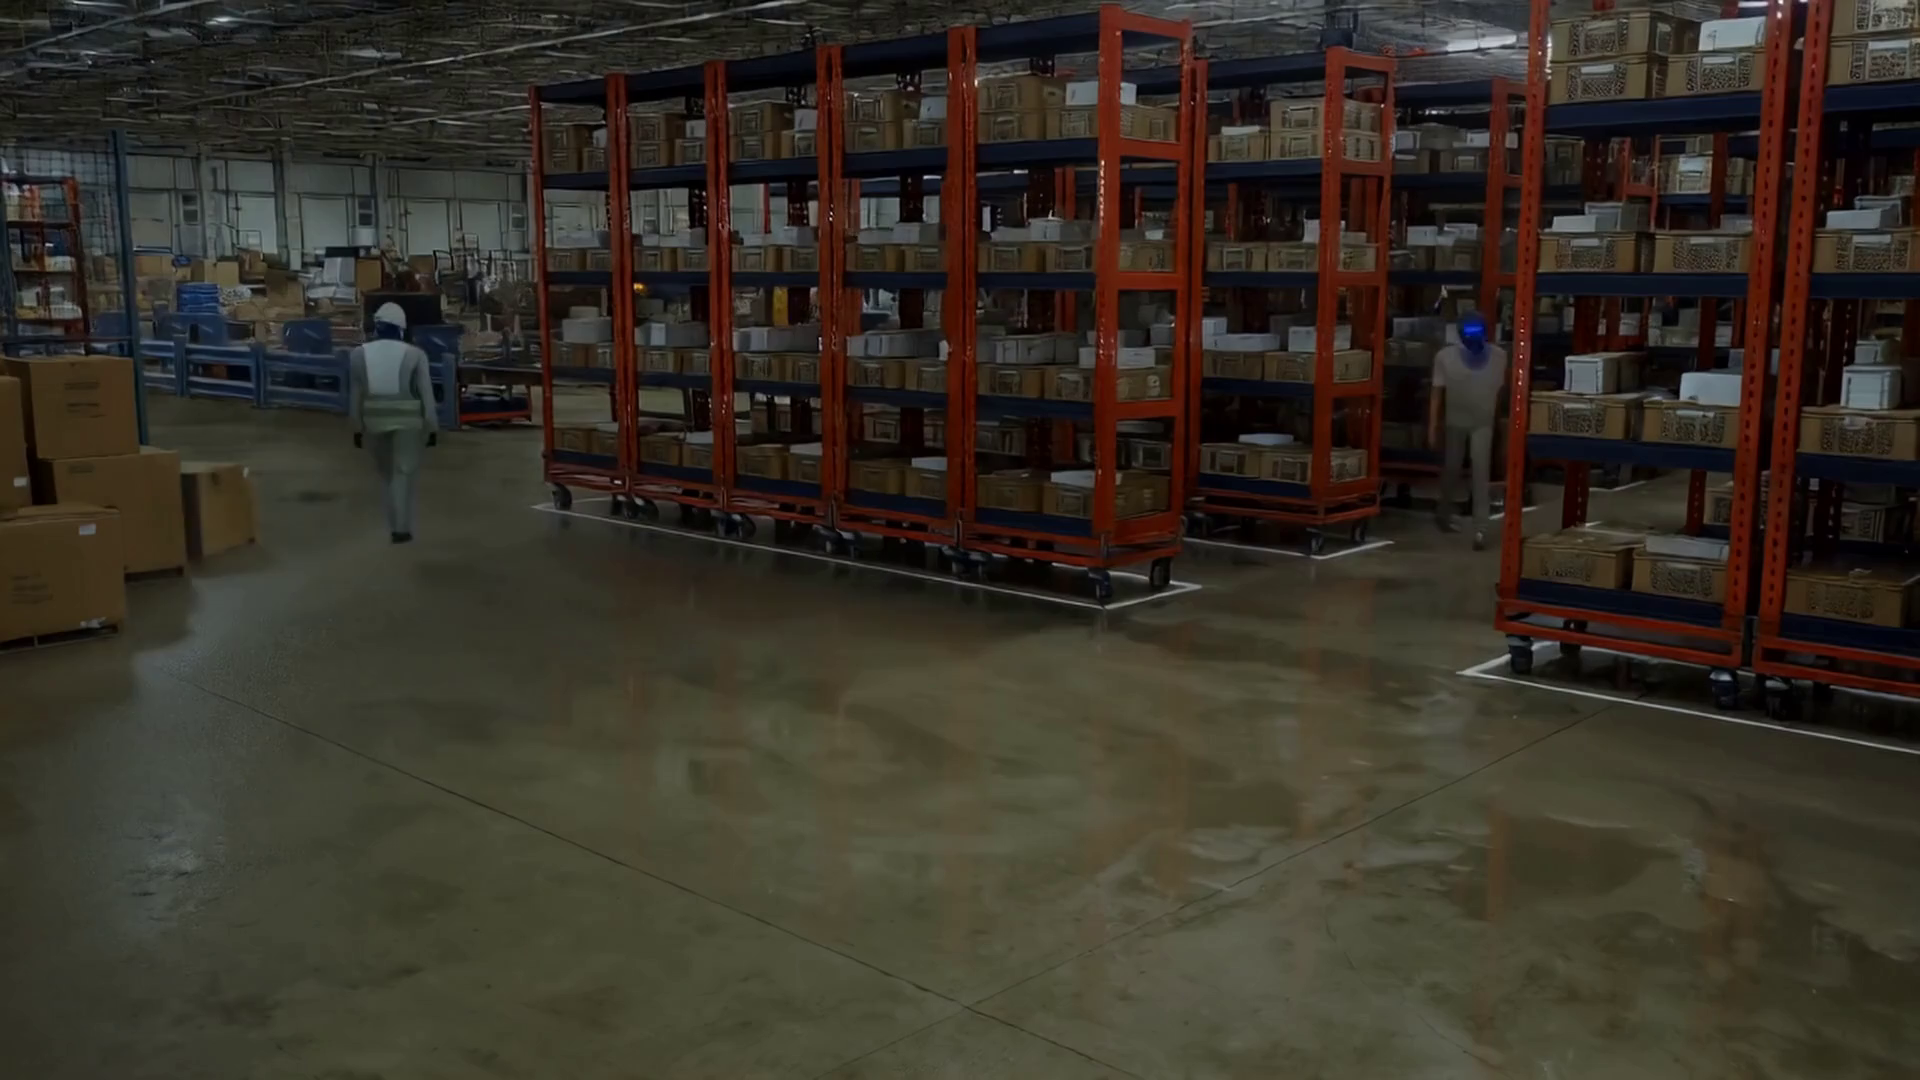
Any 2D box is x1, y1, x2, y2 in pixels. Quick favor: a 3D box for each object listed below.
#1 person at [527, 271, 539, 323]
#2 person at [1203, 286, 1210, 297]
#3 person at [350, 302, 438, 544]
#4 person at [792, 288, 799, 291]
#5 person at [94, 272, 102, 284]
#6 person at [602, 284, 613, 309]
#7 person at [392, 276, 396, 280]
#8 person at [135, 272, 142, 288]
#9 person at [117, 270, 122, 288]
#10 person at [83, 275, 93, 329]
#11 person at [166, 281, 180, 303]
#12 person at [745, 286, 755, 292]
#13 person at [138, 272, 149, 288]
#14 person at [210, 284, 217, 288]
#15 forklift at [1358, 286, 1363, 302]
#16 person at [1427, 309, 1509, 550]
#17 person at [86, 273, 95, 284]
[{"bbox_3d":[-15.162,-8.672,59.684,0.915,2.000,0.709,-7,11,-35],"label":"person"},{"bbox_3d":[9.079,-8.691,60.948,0.537,1.677,0.706,-6,11,-34],"label":"person"},{"bbox_3d":[-4.268,-0.898,12.712,0.620,1.810,0.731,1,9,4],"label":"person"},{"bbox_3d":[-8.025,-12.127,81.225,0.398,1.918,0.554,-8,12,-40],"label":"person"},{"bbox_3d":[-38.822,-11.098,74.895,0.462,1.921,0.642,1,9,7],"label":"person"},{"bbox_3d":[-11.288,-7.435,53.265,0.537,1.672,0.793,-8,12,-40],"label":"person"},{"bbox_3d":[-18.960,-7.909,55.613,0.529,1.847,0.762,8,12,42],"label":"person"},{"bbox_3d":[-33.147,-9.839,67.061,0.622,1.972,0.823,5,11,29],"label":"person"},{"bbox_3d":[-26.225,-7.462,52.257,0.608,2.044,0.377,3,10,20],"label":"person"},{"bbox_3d":[-29.644,-8.058,56.490,0.333,1.861,0.506,1,9,8],"label":"person"},{"bbox_3d":[-20.164,-5.791,42.852,0.306,1.772,0.525,4,10,25],"label":"person"},{"bbox_3d":[-7.772,-8.869,61.577,0.425,1.813,0.615,-1,9,-8],"label":"person"},{"bbox_3d":[-36.445,-10.998,74.344,0.609,1.911,0.623,6,11,34],"label":"person"},{"bbox_3d":[-32.338,-10.632,72.354,0.624,1.828,0.679,1,9,6],"label":"person"},{"bbox_3d":[11.100,-7.017,46.970,1.873,2.768,1.129,9,13,43],"label":"forklift"},{"bbox_3d":[3.847,-0.861,12.598,0.634,1.786,0.947,0,9,3],"label":"person"},{"bbox_3d":[-37.054,-10.474,71.139,0.712,1.919,0.629,-7,11,-35],"label":"person"}]
